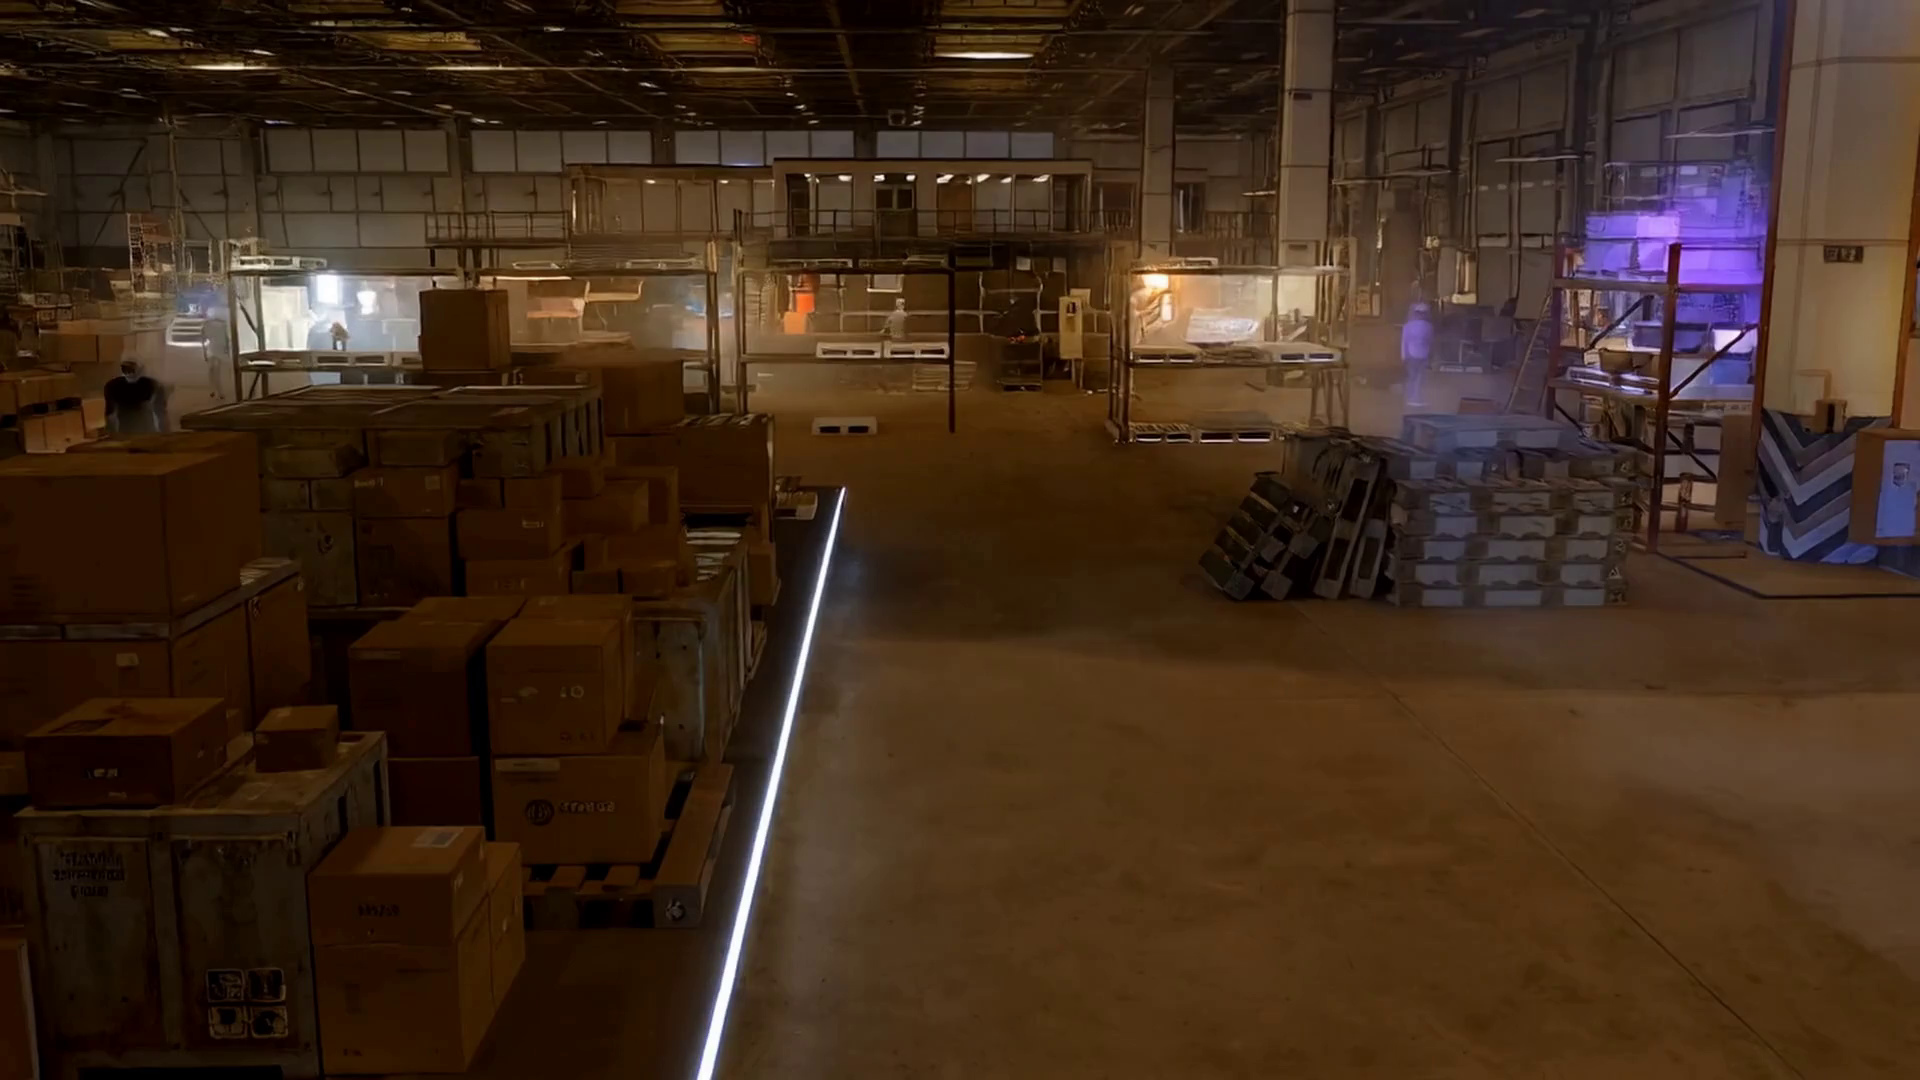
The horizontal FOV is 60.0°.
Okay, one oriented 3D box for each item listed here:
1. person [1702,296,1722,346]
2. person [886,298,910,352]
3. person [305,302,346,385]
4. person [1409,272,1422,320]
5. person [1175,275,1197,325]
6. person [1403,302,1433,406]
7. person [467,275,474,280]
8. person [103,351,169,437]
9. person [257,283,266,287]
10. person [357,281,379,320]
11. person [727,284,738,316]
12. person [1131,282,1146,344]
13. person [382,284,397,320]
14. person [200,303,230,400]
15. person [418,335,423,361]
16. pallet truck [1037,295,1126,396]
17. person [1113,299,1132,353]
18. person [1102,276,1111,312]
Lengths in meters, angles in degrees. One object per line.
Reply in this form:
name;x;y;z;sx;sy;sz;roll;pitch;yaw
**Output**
person;15.934;-4.238;35.247;0.382;1.924;0.594;10;14;43
person;-1.397;-4.286;35.789;0.678;1.827;0.452;-2;10;-13
person;-10.674;-2.973;27.883;0.684;2.000;0.538;1;10;5
person;15.568;-8.138;56.784;0.612;1.995;0.382;-9;14;-42
person;8.285;-8.689;60.135;0.965;1.885;0.560;6;12;31
person;8.491;-3.439;30.799;0.382;1.924;0.594;-8;13;-39
person;-20.325;-10.216;68.794;0.516;1.836;0.341;-2;10;-11
person;-8.507;-0.997;17.216;0.651;1.915;0.514;-1;10;-4
person;-18.196;-5.742;43.548;0.637;1.952;0.498;2;10;9
person;-17.484;-6.717;49.162;0.598;1.889;0.839;-4;11;-19
person;-7.107;-7.180;52.189;0.421;1.727;0.499;8;13;39
person;5.296;-6.781;49.693;0.431;1.834;0.623;8;13;36
person;-17.909;-7.210;52.354;0.524;1.730;0.838;3;11;18
person;-14.343;-3.627;32.046;0.531;1.852;0.395;-7;12;-33
person;-8.322;-2.647;26.511;0.574;1.883;0.356;2;10;11
pallet truck;2.483;-3.881;33.060;1.885;1.965;0.823;-7;13;-36
person;3.379;-4.142;34.684;0.371;1.938;0.630;8;13;38
person;6.267;-10.588;70.758;0.356;1.880;0.572;-3;11;-14
